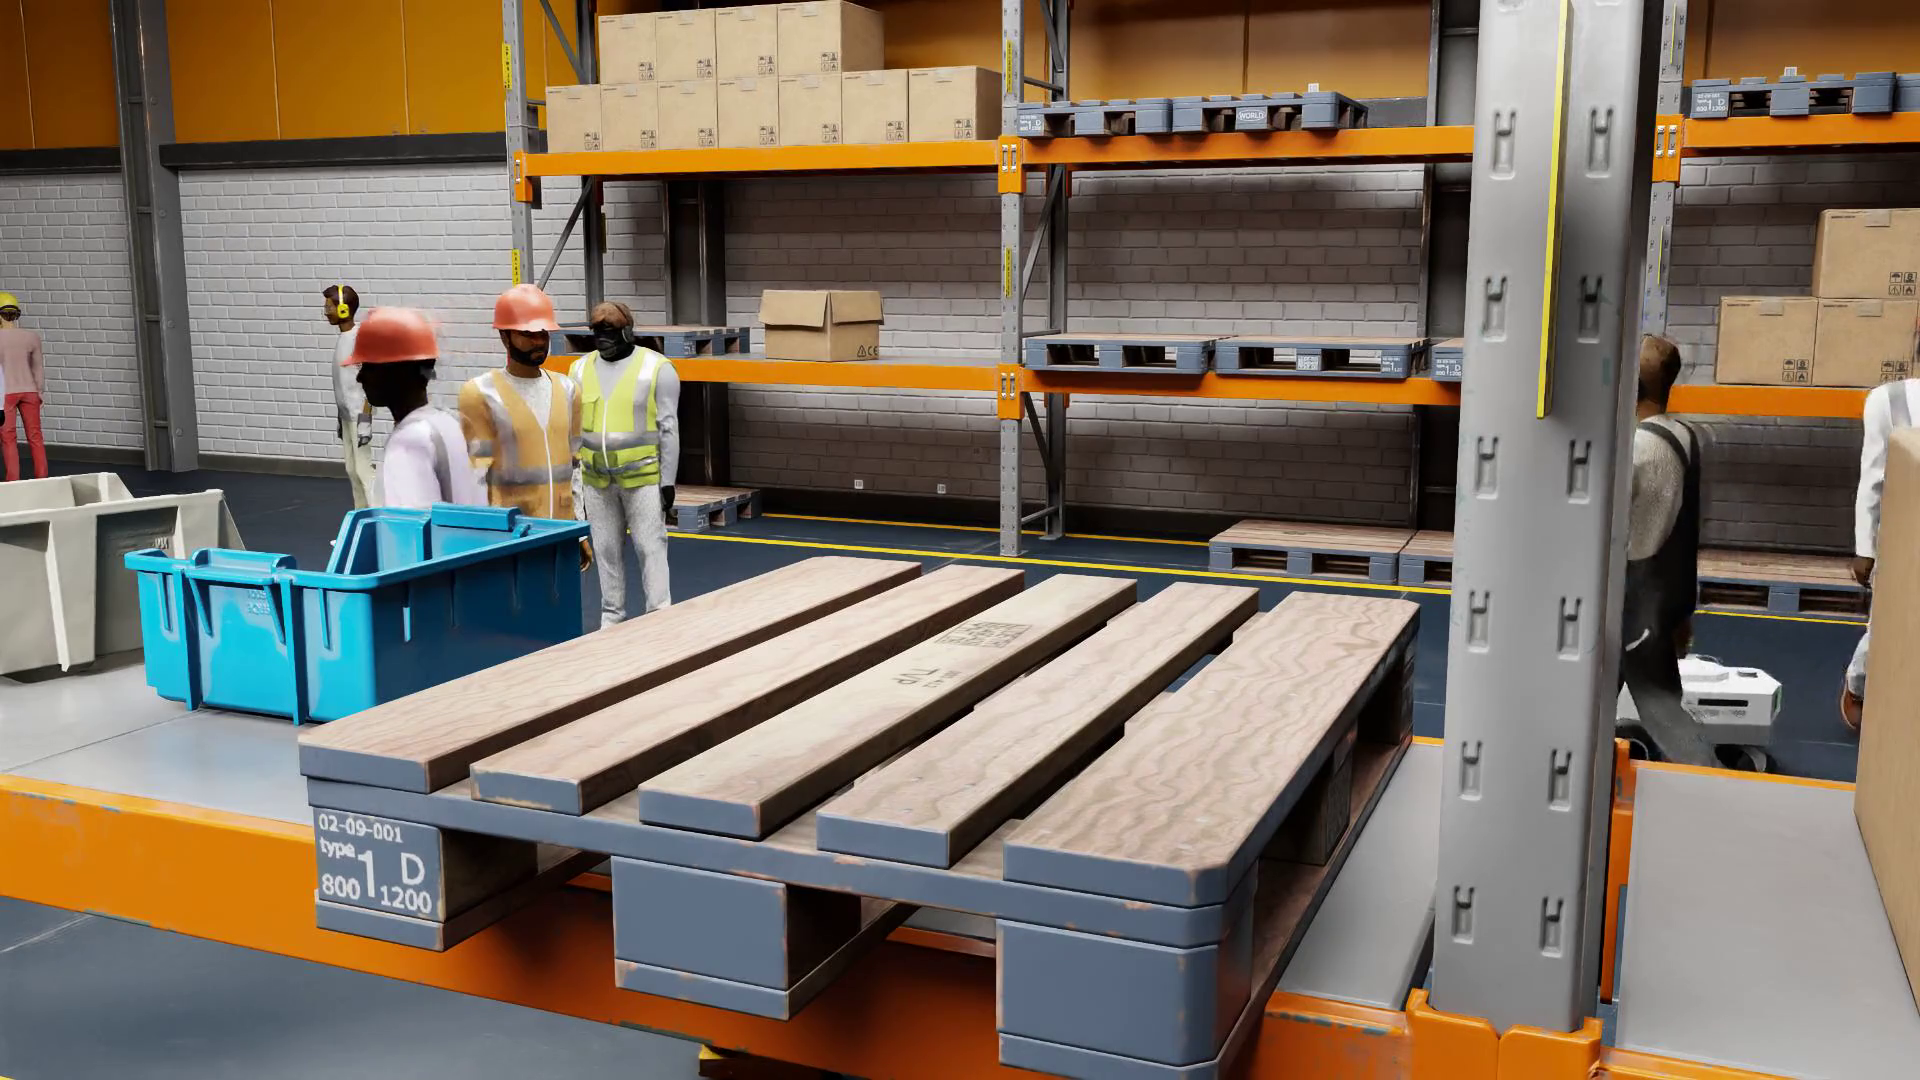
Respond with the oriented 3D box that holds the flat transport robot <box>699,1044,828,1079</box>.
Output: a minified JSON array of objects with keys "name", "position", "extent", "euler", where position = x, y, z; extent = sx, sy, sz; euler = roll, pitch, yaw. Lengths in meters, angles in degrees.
[{"name":"flat transport robot","position":[0.079,1.171,4.350],"extent":[1.431,0.197,0.652],"euler":[0,9,0]}]

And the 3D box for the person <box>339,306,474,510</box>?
[{"name":"person","position":[-1.751,0.196,5.386],"extent":[0.974,1.887,0.574],"euler":[0,9,-2]}]

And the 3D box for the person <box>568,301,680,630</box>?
[{"name":"person","position":[-1.750,-0.312,8.593],"extent":[0.631,1.831,0.429],"euler":[2,10,13]}]

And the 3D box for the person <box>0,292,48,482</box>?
[{"name":"person","position":[-8.191,-1.252,14.396],"extent":[0.311,1.768,0.532],"euler":[6,11,34]}]

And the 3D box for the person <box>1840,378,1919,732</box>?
[{"name":"person","position":[3.811,0.002,6.596],"extent":[0.573,1.860,0.738],"euler":[2,10,9]}]

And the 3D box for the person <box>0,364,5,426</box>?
[{"name":"person","position":[-7.645,-1.010,12.719],"extent":[0.627,1.844,0.429],"euler":[-5,11,-26]}]

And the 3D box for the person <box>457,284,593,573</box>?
[{"name":"person","position":[-1.703,-0.042,6.634],"extent":[0.355,1.938,0.545],"euler":[8,12,40]}]

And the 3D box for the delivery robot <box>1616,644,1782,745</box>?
[{"name":"delivery robot","position":[2.809,0.620,6.521],"extent":[0.707,0.478,0.477],"euler":[1,10,7]}]

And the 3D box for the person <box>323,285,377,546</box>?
[{"name":"person","position":[-4.263,-0.849,11.685],"extent":[0.310,1.865,0.535],"euler":[-7,12,-37]}]

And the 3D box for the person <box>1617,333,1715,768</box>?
[{"name":"person","position":[2.214,0.221,5.492],"extent":[0.968,1.793,0.536],"euler":[8,13,41]}]
